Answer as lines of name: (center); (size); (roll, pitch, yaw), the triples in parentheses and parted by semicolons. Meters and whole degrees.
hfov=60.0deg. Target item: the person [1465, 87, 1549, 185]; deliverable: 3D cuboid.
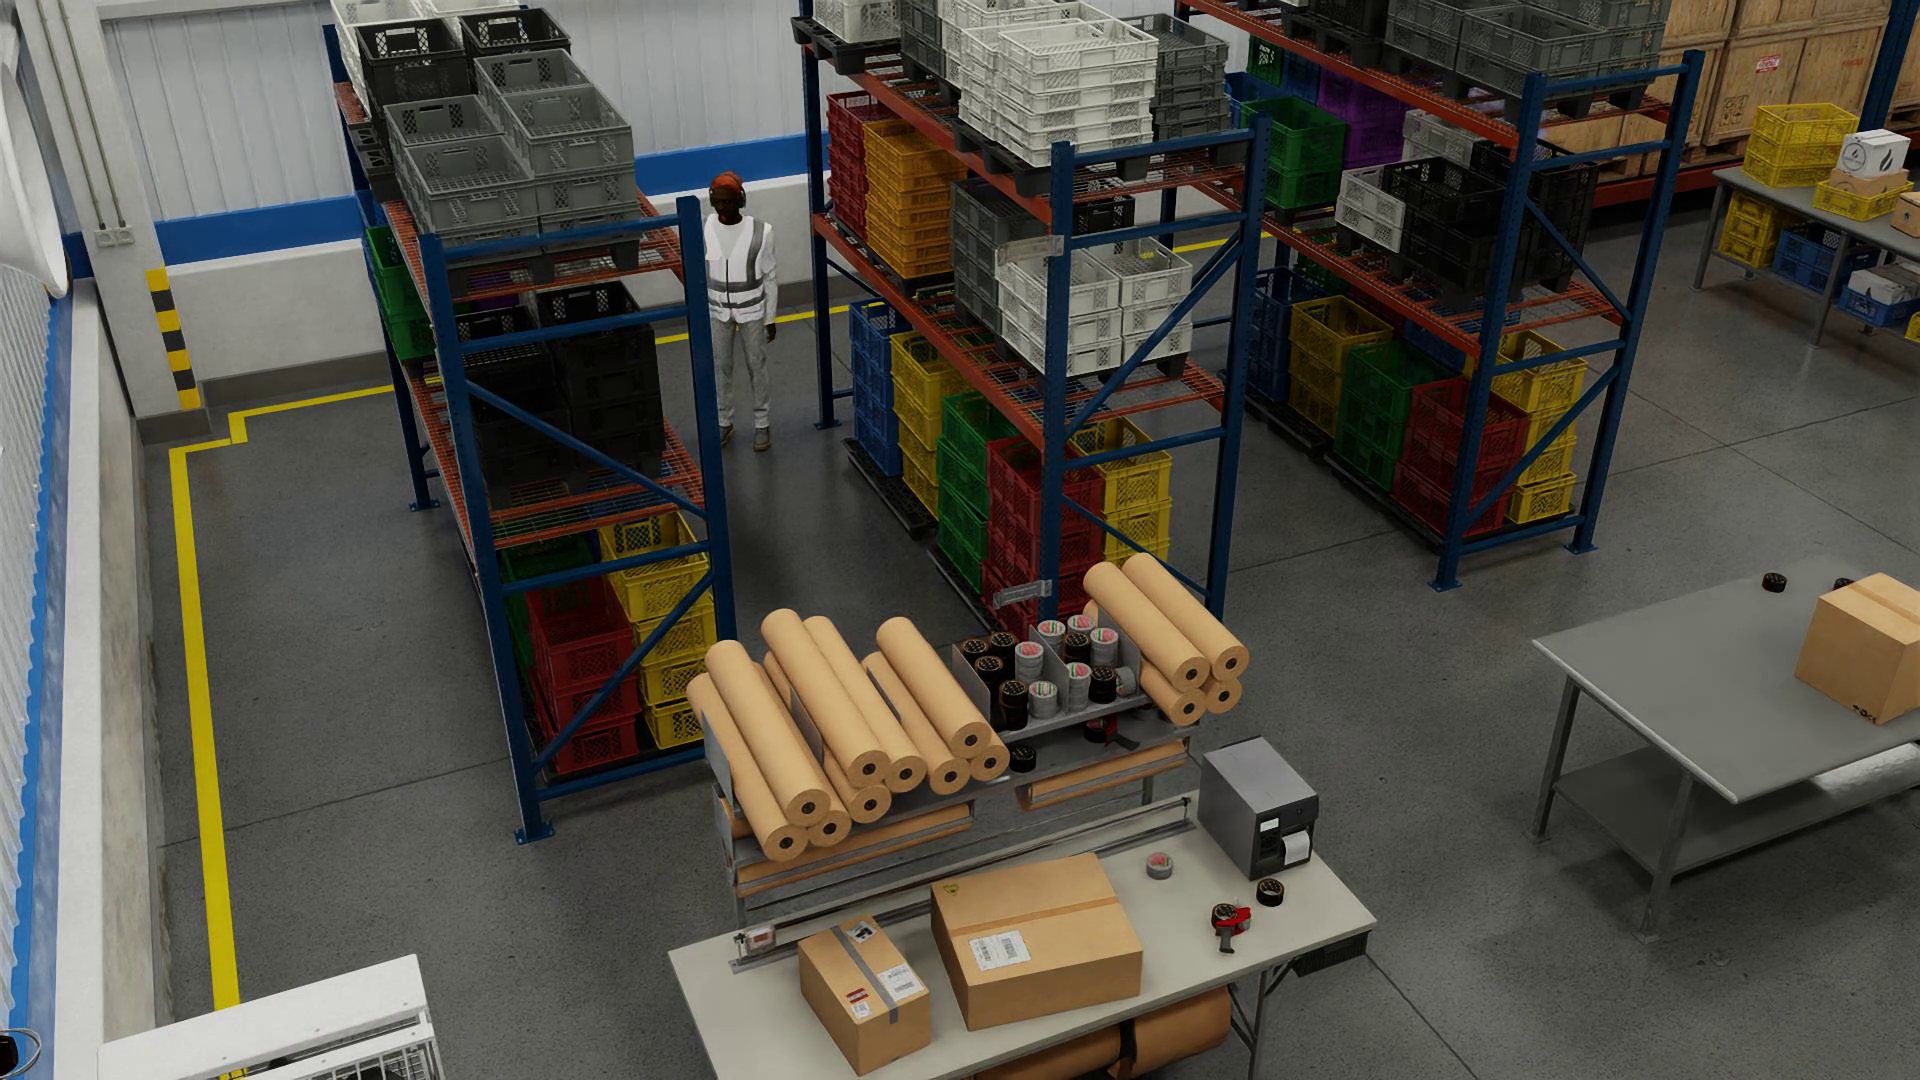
person: (4.277, -2.951, 13.186); (0.674, 1.912, 0.848); (14, 34, 21)

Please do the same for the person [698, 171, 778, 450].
person: (-1.461, -1.474, 10.813); (0.575, 1.882, 0.355); (3, 32, 6)
